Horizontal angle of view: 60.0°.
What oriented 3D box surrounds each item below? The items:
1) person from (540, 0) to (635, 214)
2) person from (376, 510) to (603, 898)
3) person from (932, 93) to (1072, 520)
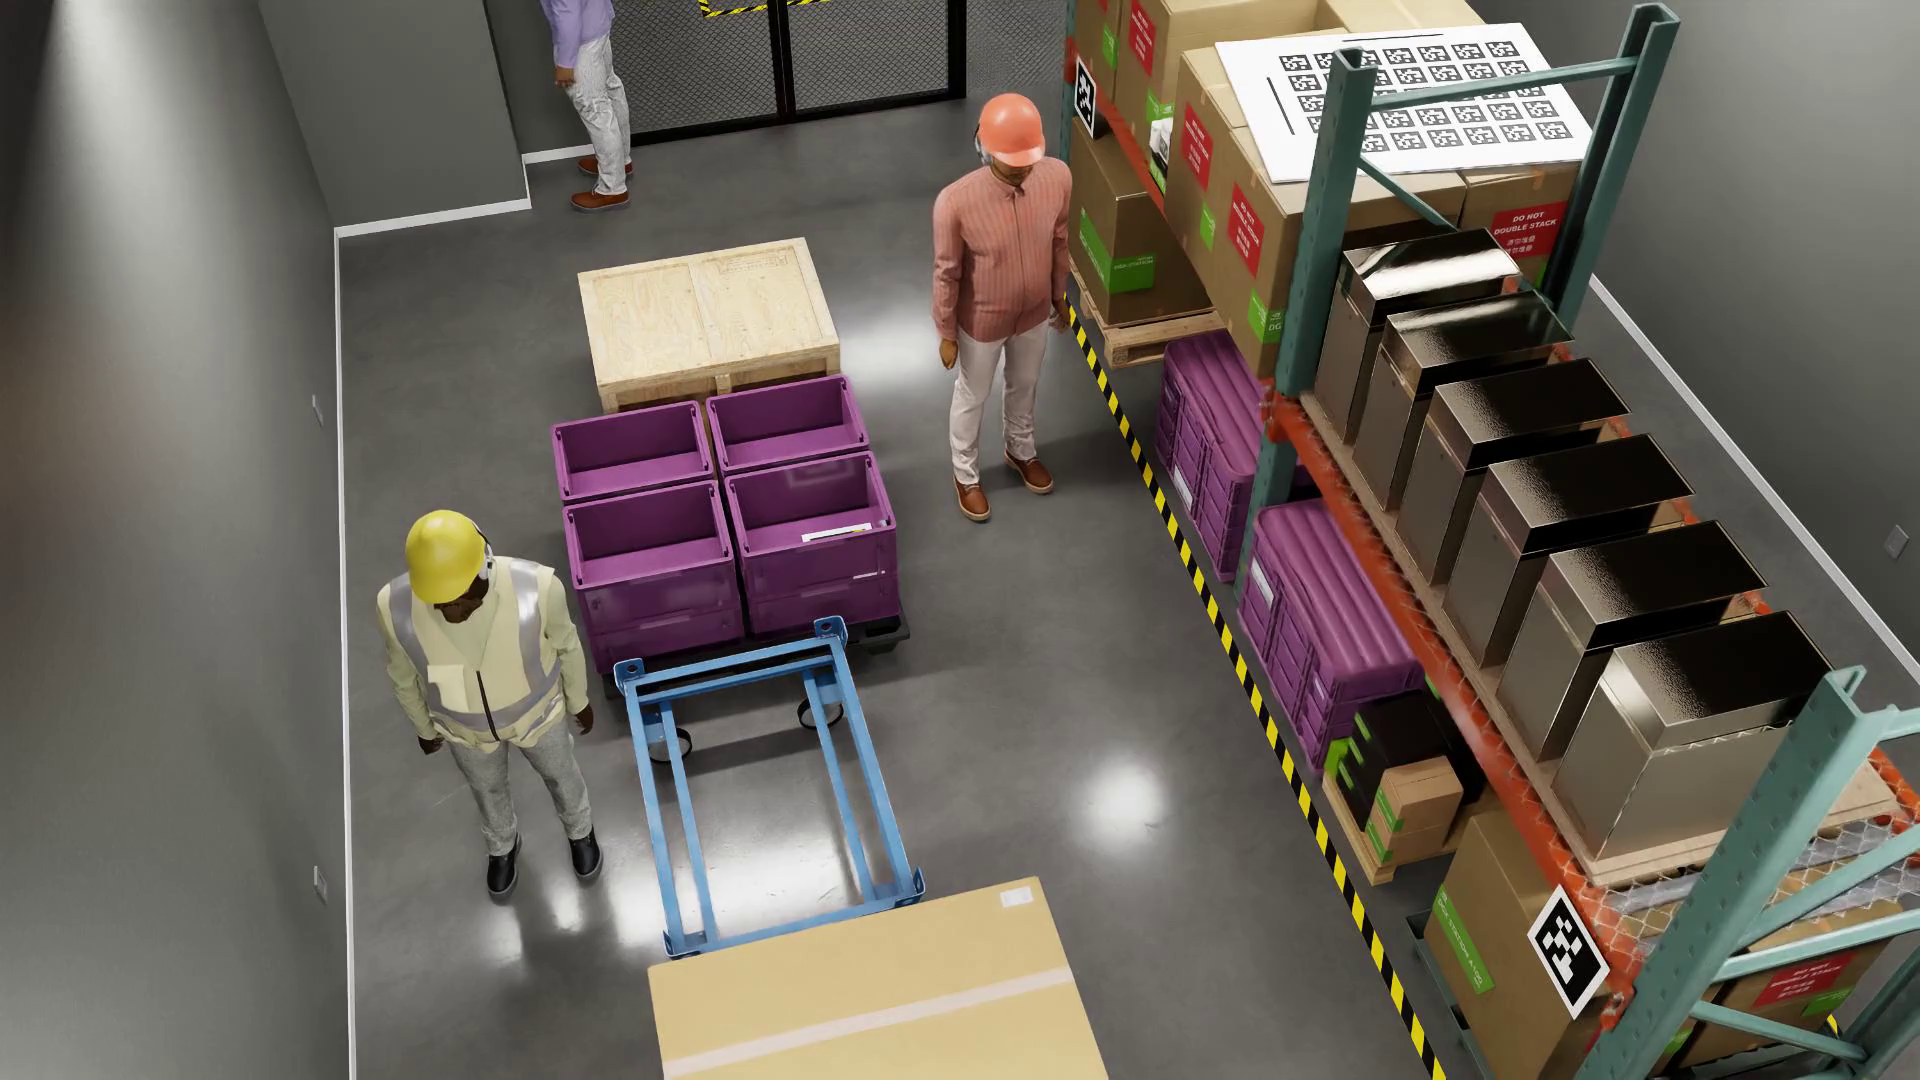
[{"bbox_3d":[-1.886,-2.509,8.191,0.371,1.939,0.627,1,47,1],"label":"person"},{"bbox_3d":[-1.508,0.553,5.449,0.600,1.829,0.404,-9,48,-8],"label":"person"},{"bbox_3d":[0.180,-0.920,6.693,0.622,1.993,0.383,-23,51,-20],"label":"person"}]
